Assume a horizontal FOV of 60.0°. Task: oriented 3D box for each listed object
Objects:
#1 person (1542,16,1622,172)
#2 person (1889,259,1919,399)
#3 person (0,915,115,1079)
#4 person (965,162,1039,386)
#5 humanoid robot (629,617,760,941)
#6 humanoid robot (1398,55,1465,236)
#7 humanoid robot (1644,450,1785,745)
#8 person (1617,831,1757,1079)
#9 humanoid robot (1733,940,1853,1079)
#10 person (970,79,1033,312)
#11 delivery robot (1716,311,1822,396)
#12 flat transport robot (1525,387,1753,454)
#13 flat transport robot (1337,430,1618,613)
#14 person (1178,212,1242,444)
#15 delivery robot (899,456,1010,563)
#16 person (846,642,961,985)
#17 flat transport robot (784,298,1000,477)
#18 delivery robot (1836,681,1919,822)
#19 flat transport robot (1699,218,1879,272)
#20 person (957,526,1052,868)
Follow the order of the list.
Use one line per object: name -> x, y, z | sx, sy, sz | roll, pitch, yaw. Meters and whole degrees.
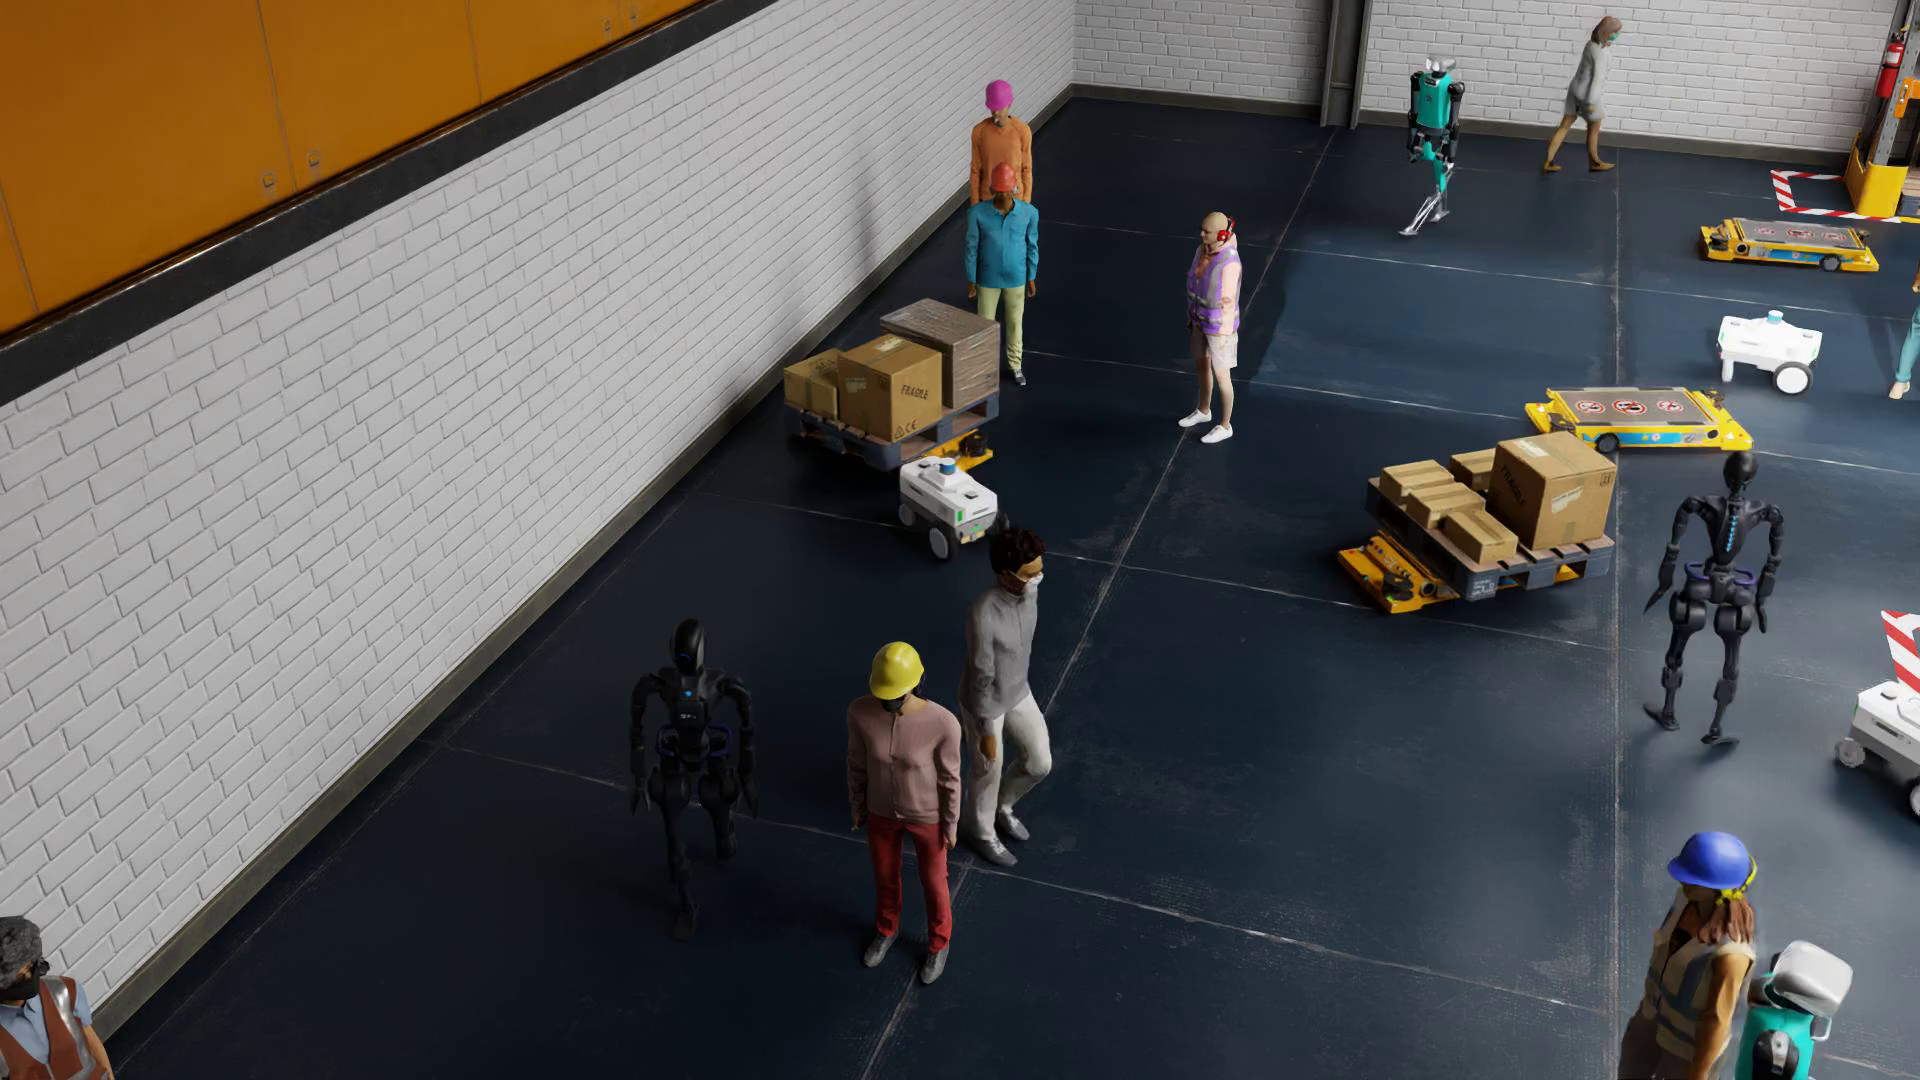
person -> 6.458, -4.537, 16.995 | 0.813, 1.608, 0.572 | -3, 31, -6
person -> 7.295, -1.874, 12.239 | 0.528, 1.866, 0.389 | 26, 39, 37
person -> -3.164, 2.003, 5.812 | 0.325, 1.690, 0.435 | 23, 38, 34
person -> 0.315, -1.997, 12.557 | 0.562, 1.751, 0.325 | -3, 31, -5
humanoid robot -> -1.209, 1.005, 7.537 | 0.592, 1.633, 0.594 | -1, 30, -2
humanoid robot -> 4.489, -3.655, 15.405 | 1.013, 1.732, 0.547 | -24, 38, -35
humanoid robot -> 3.935, 0.328, 8.686 | 0.602, 1.650, 0.462 | 10, 32, 17
person -> 2.709, 1.784, 6.116 | 0.584, 1.756, 0.487 | -2, 31, -3
humanoid robot -> 2.836, 2.131, 5.556 | 0.706, 1.793, 0.530 | 16, 34, 25
person -> 0.336, -2.828, 13.759 | 0.518, 1.974, 0.398 | 4, 31, 7
delivery robot -> 6.263, -1.457, 12.839 | 0.783, 0.612, 0.522 | 15, 34, 24
flat transport robot -> 4.933, -0.876, 12.116 | 1.431, 0.231, 0.659 | 0, 30, -1
flat transport robot -> 3.169, 0.110, 10.438 | 1.431, 0.231, 0.659 | -10, 32, -16
person -> 1.790, -1.518, 11.811 | 0.353, 1.685, 0.486 | -14, 33, -23
delivery robot -> -0.066, -0.235, 10.752 | 0.499, 0.603, 0.794 | -21, 36, -31
person -> -0.244, 1.174, 7.161 | 0.515, 1.756, 0.332 | 9, 32, 15
flat transport robot -> -0.514, -0.766, 11.929 | 1.431, 0.231, 0.659 | 24, 38, 35
delivery robot -> 4.956, 1.055, 8.536 | 0.499, 0.583, 0.767 | -15, 34, -24
flat transport robot -> 7.582, -2.706, 15.228 | 1.431, 0.231, 0.659 | 7, 31, 13
person -> 0.190, 0.747, 7.775 | 0.467, 1.880, 0.538 | 24, 38, 35
